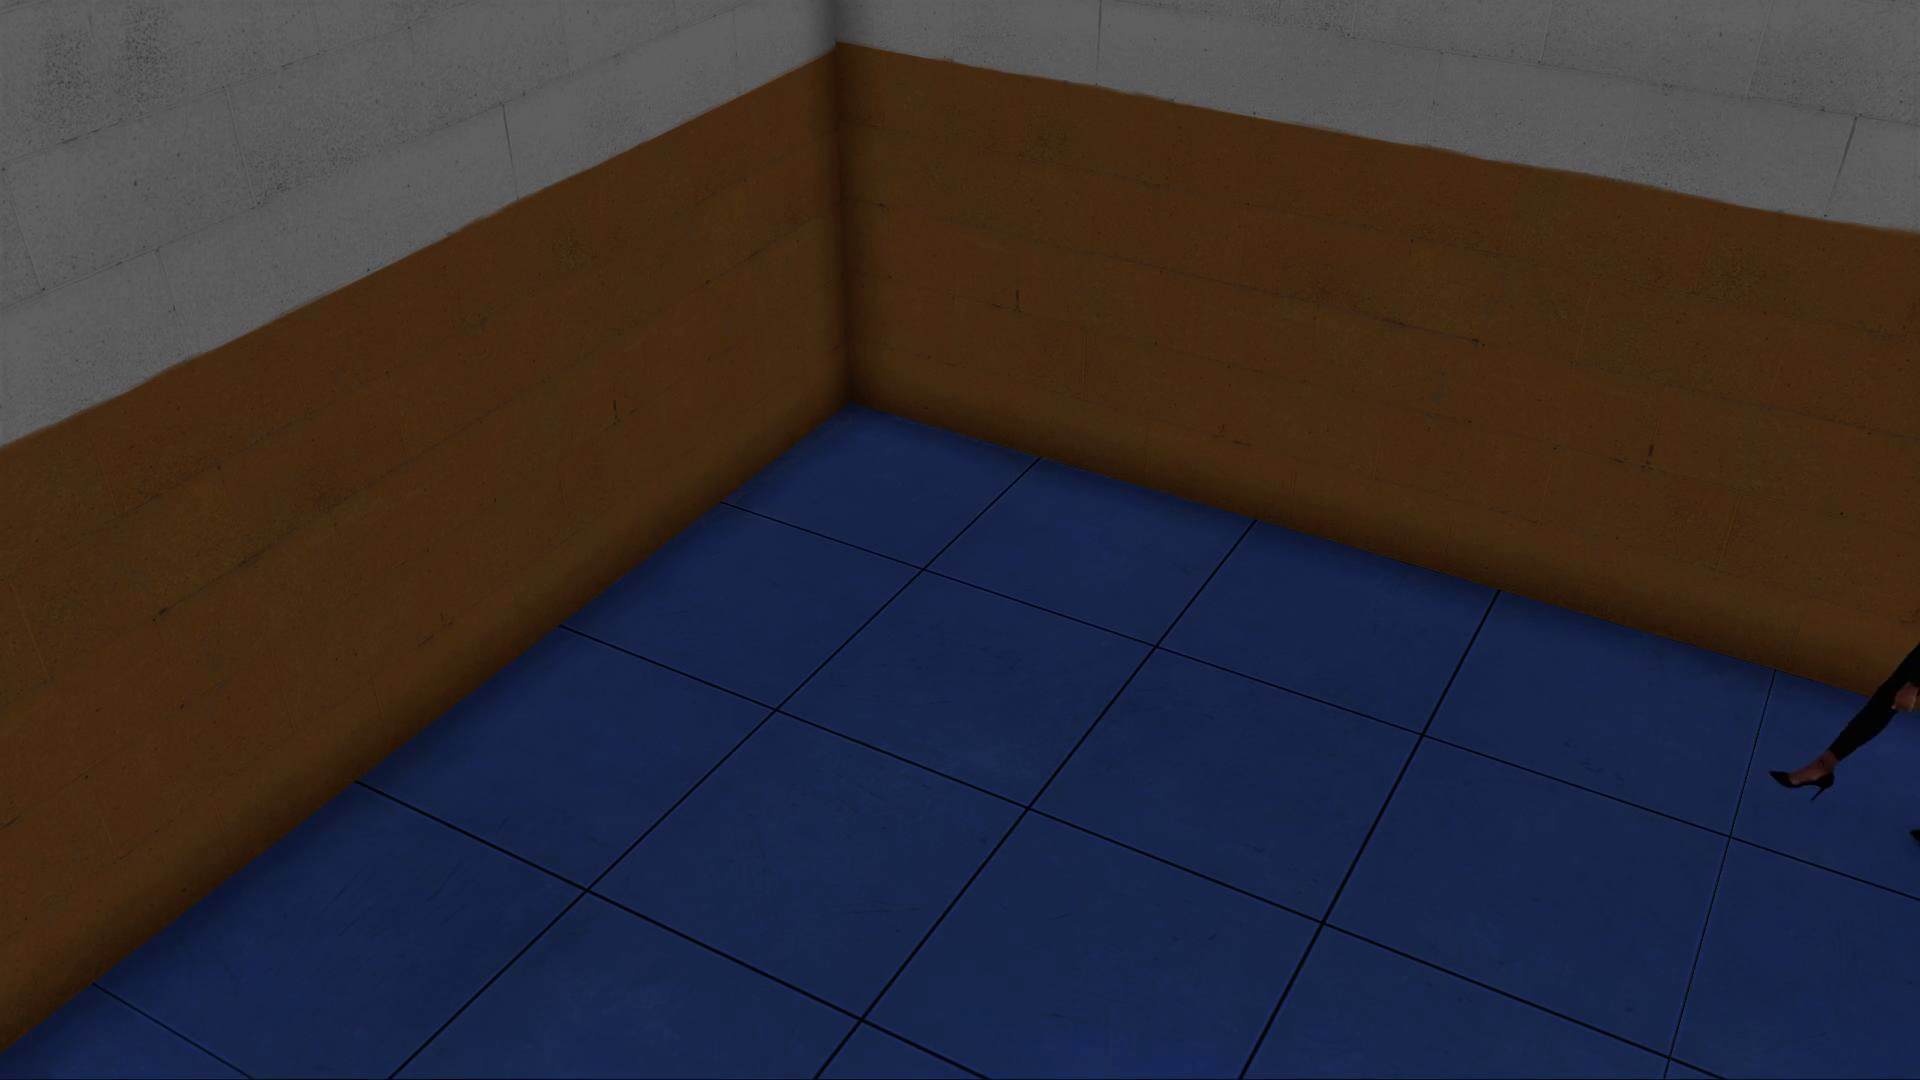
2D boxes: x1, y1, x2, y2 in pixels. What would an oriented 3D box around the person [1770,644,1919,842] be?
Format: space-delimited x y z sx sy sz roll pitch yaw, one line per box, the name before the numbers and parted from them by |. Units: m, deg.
person | 3.979 0.554 6.498 0.702 1.799 0.936 18 38 25
